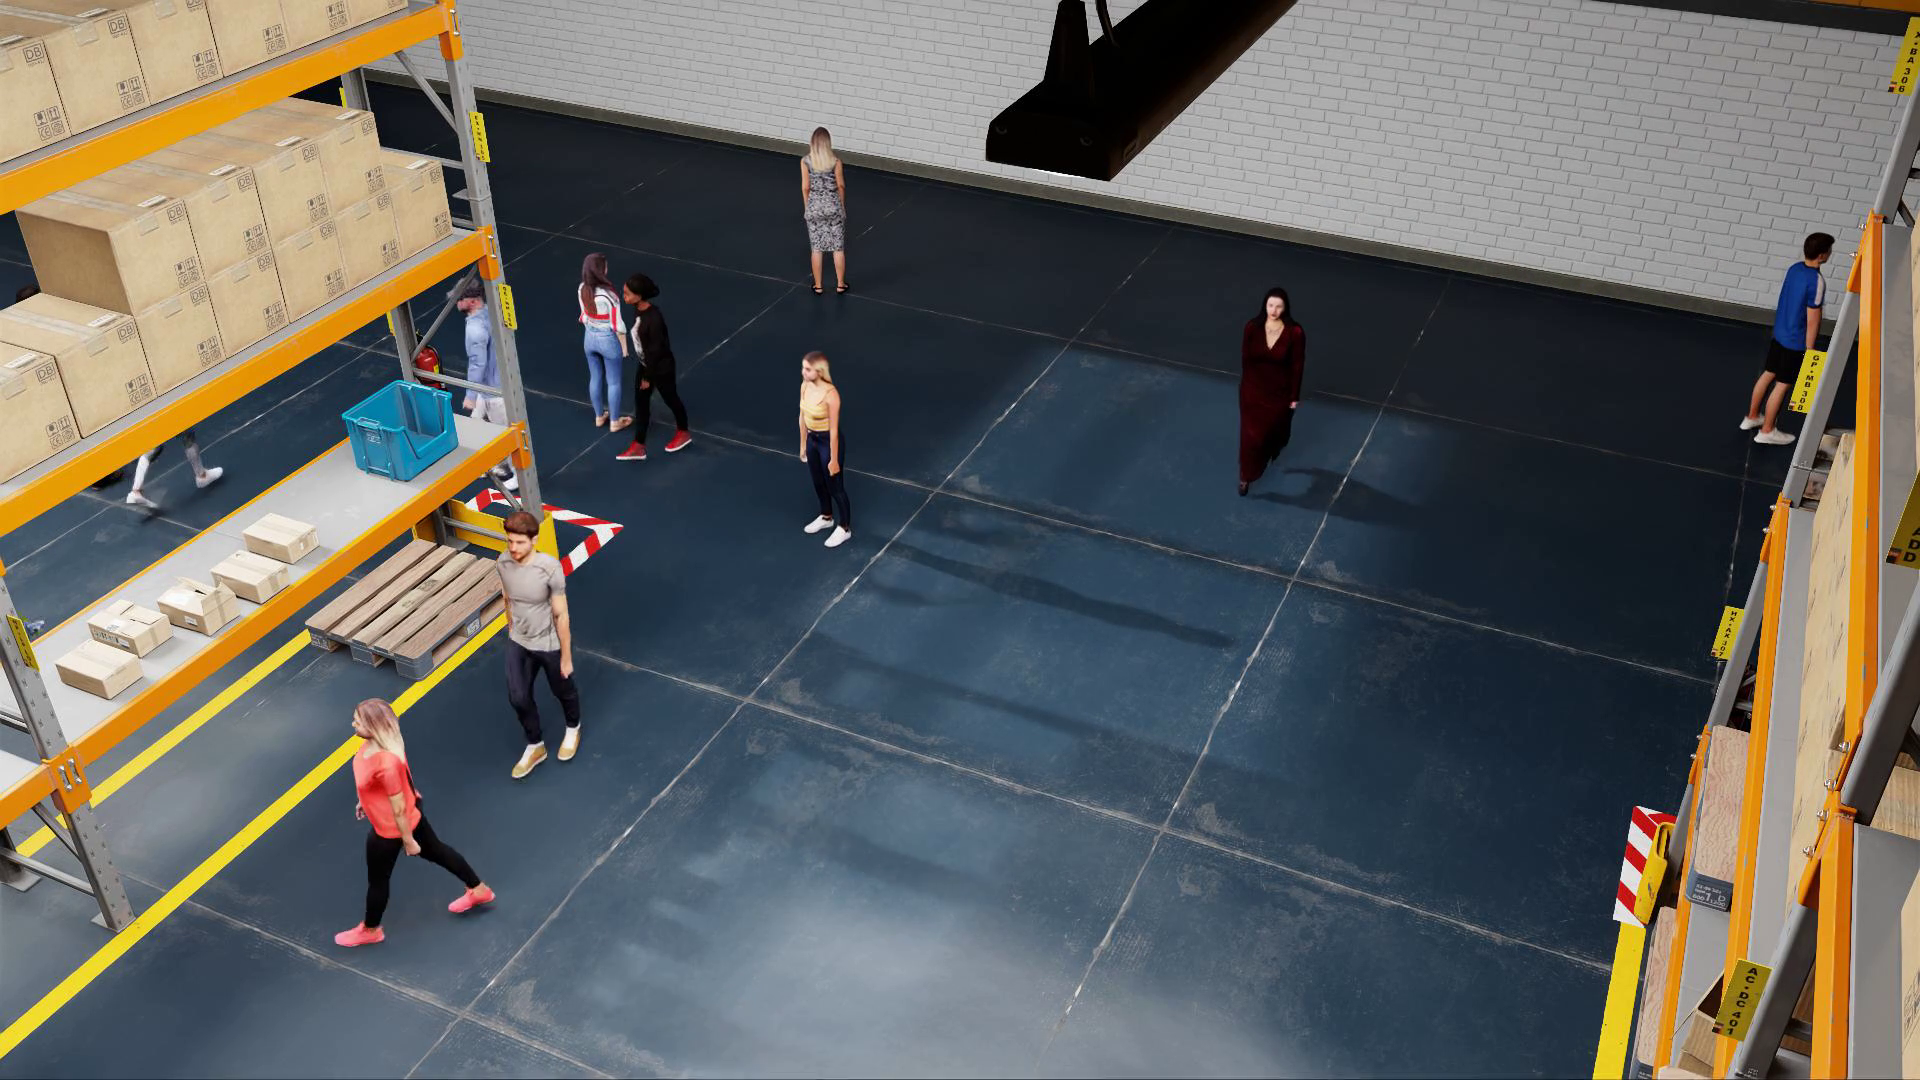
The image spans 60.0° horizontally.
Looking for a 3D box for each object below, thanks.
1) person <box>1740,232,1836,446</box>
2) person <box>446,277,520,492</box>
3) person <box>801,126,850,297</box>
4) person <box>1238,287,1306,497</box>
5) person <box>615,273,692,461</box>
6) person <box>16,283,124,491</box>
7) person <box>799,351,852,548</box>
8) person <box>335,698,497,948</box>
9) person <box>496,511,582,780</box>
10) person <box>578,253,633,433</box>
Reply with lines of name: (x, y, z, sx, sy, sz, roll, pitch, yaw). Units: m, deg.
person: (6.946, -1.699, 13.901, 0.800, 1.866, 0.691, -4, 34, -6)
person: (-3.623, -1.224, 13.185, 0.868, 1.866, 0.795, -6, 34, -9)
person: (-1.333, -3.218, 16.332, 0.631, 1.705, 0.611, 1, 34, 2)
person: (2.511, -1.245, 13.334, 0.725, 1.736, 0.993, 10, 35, 15)
person: (-2.437, -1.443, 13.719, 1.037, 1.641, 0.833, -26, 42, -34)
person: (-7.170, -1.216, 13.263, 0.549, 1.767, 0.673, 14, 36, 20)
person: (-1.027, -0.711, 12.633, 0.641, 1.623, 0.639, -27, 42, -34)
person: (-3.022, 1.538, 9.226, 1.110, 1.650, 1.102, -10, 35, -15)
person: (-2.602, 0.580, 10.463, 0.739, 1.876, 0.846, 9, 35, 13)
person: (-3.033, -1.676, 14.095, 0.586, 1.611, 0.490, 15, 36, 21)
